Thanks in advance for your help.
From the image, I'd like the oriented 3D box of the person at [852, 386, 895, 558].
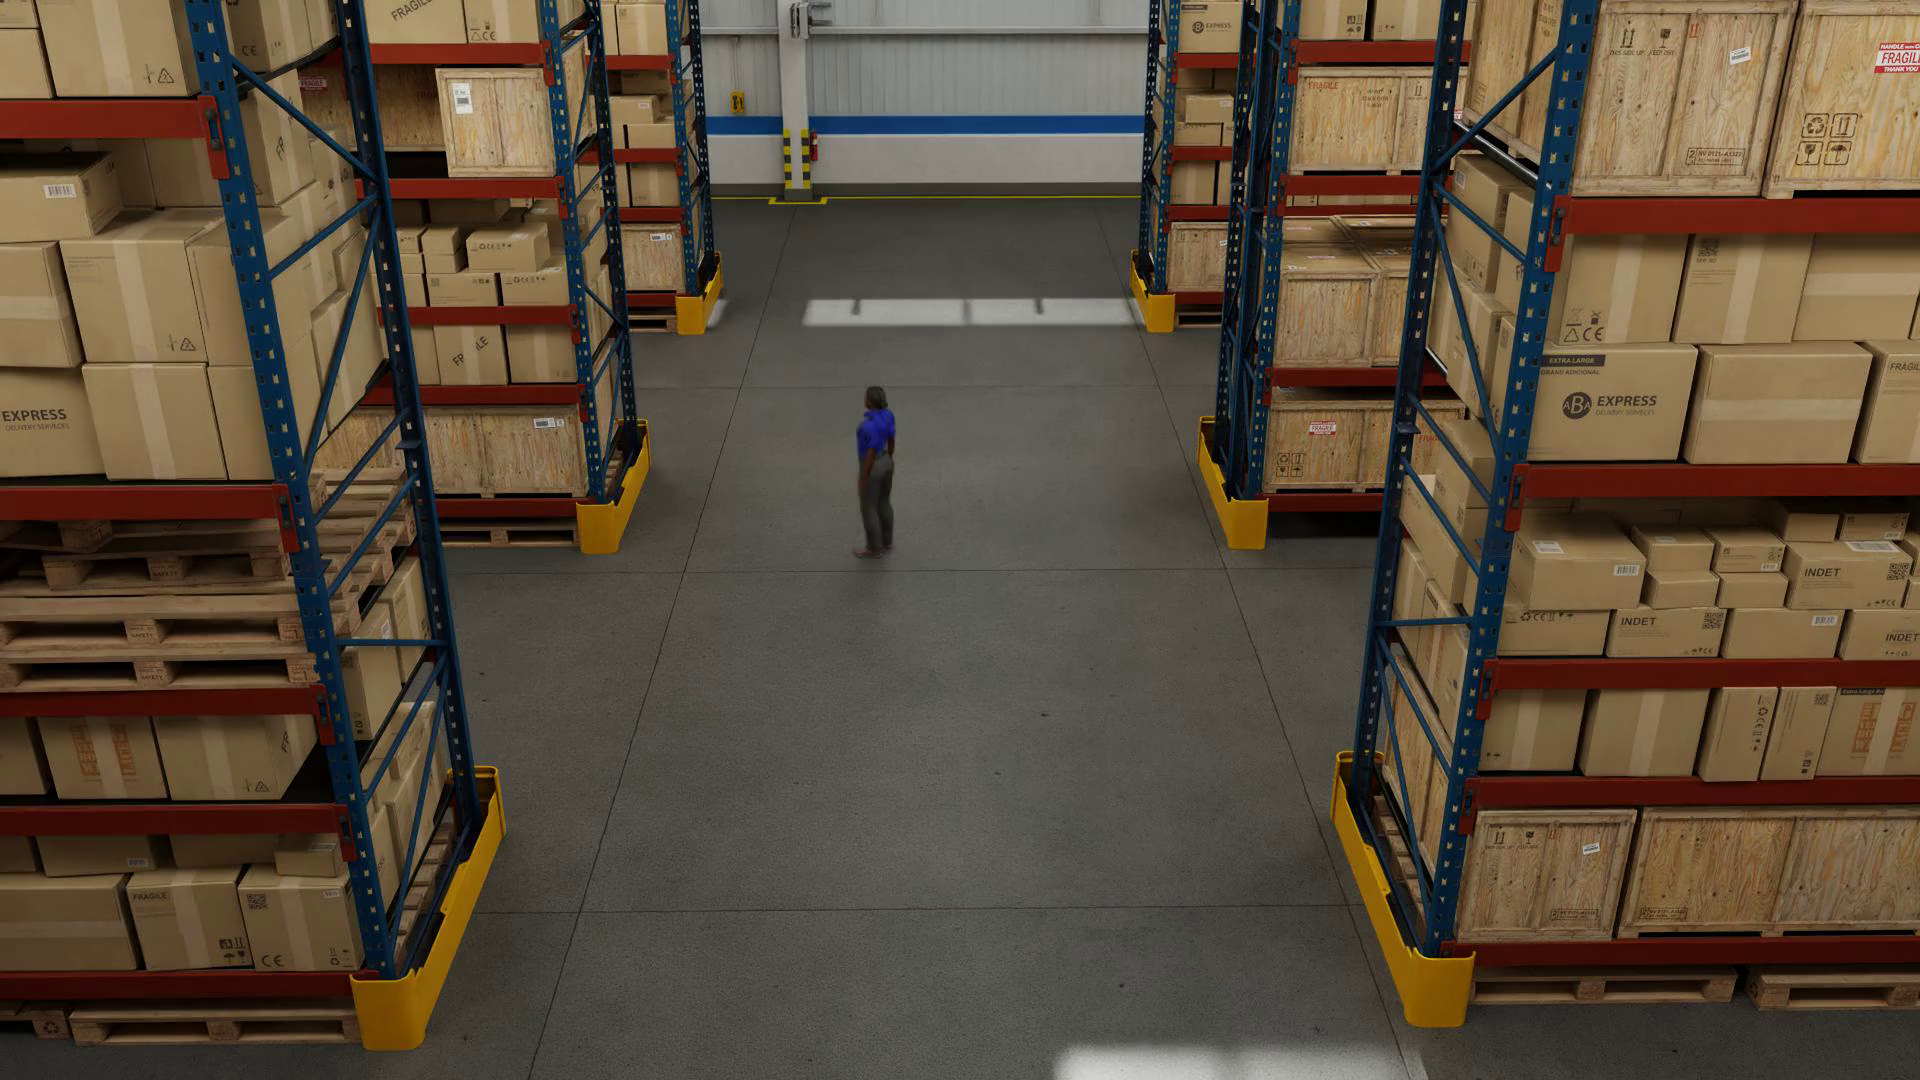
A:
[{"bbox_3d":[-0.812,-0.648,15.391,0.350,1.657,0.438,12,28,24],"label":"person"}]
